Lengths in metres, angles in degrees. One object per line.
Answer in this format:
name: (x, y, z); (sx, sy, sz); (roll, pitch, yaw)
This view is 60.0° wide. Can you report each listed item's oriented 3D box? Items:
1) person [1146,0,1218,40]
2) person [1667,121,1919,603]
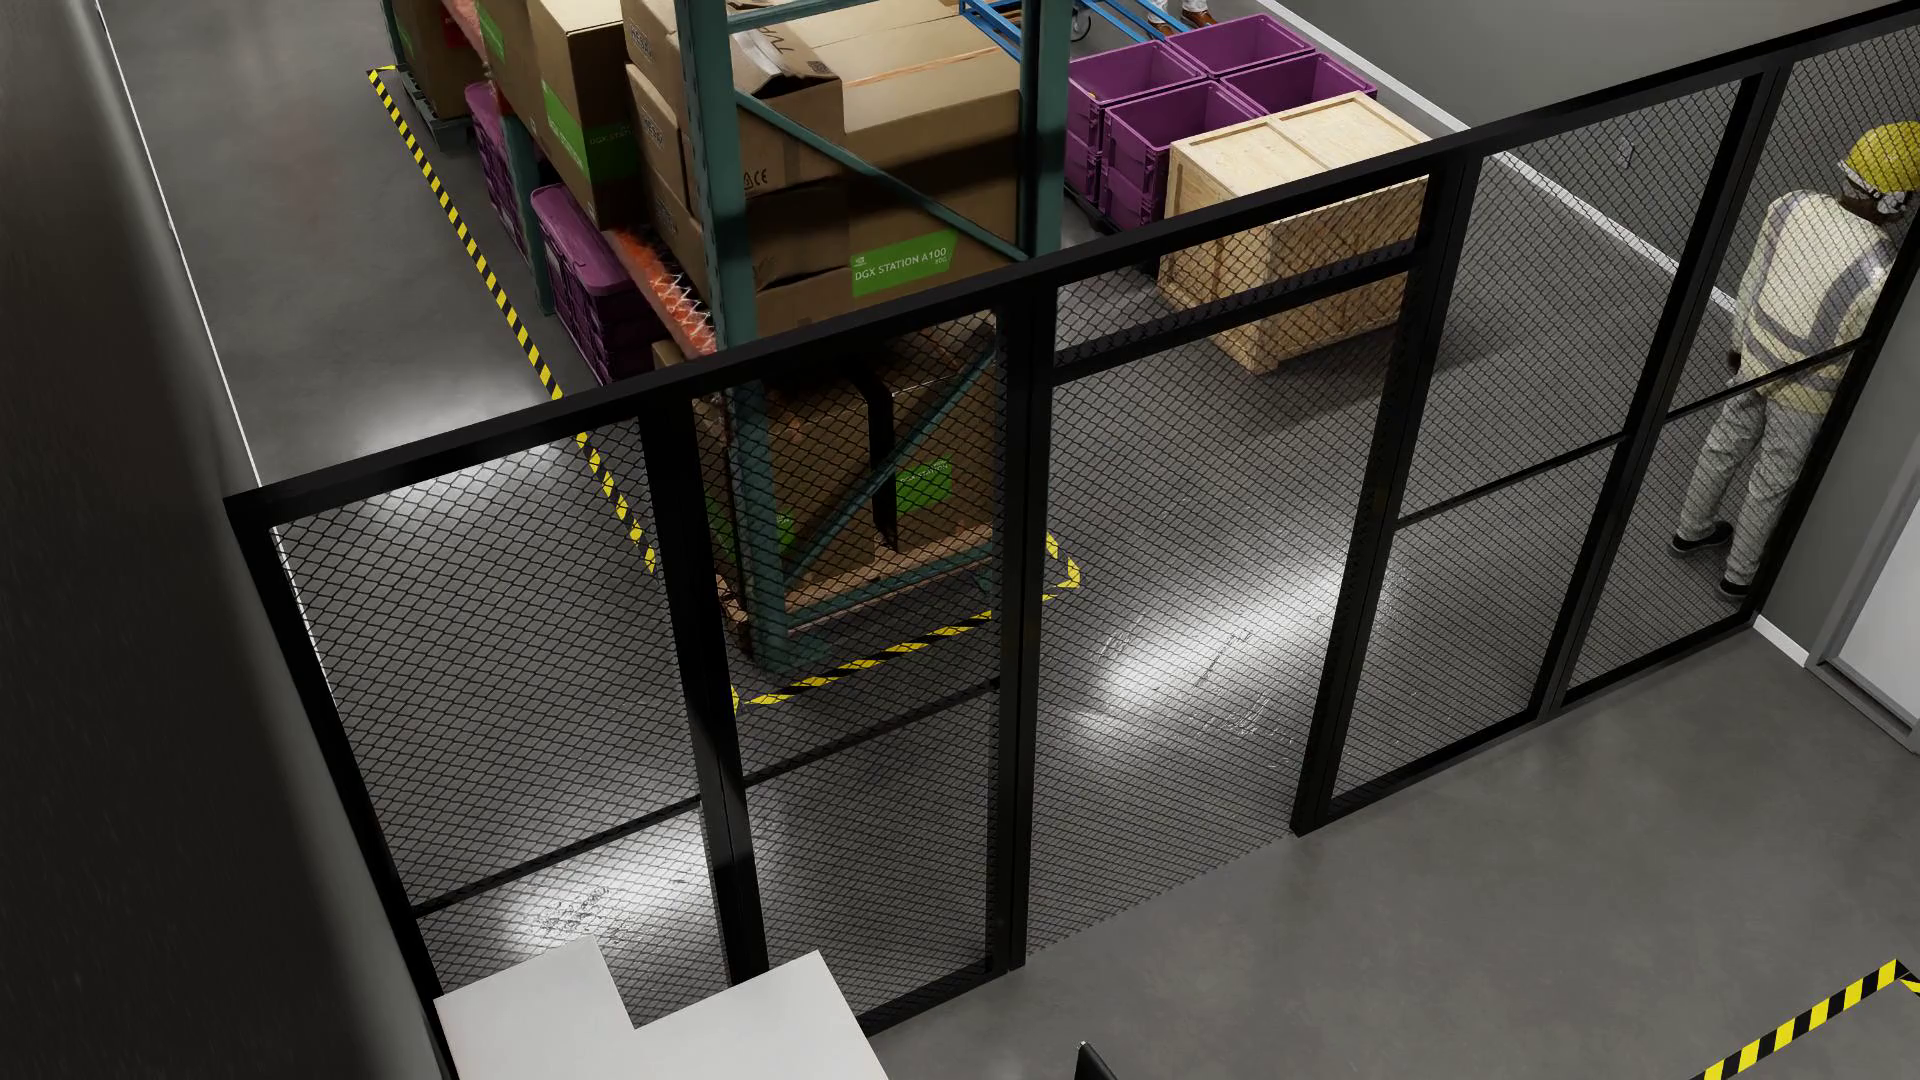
person: (1.282, -3.629, 8.915); (0.627, 1.940, 0.369); (-21, 46, -21)
person: (2.857, -0.581, 5.657); (0.404, 1.834, 0.591); (-12, 44, -13)
